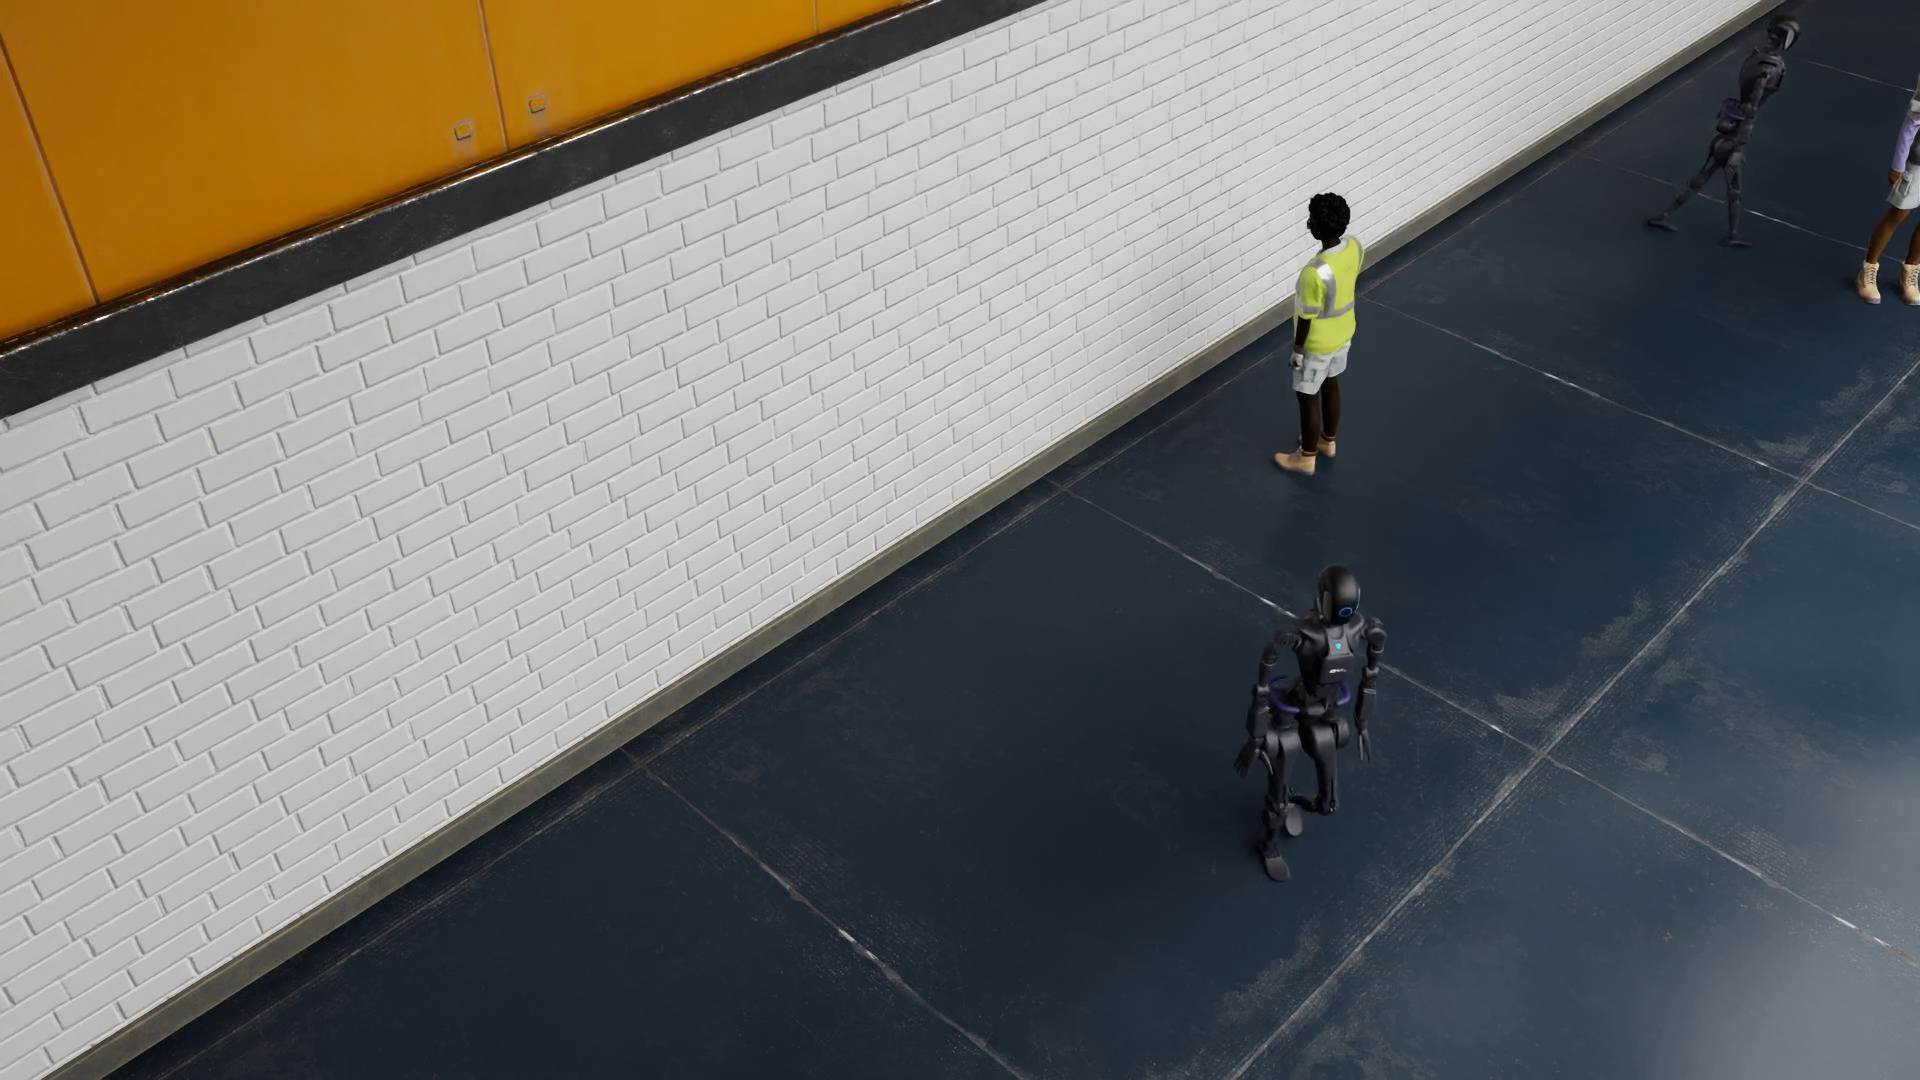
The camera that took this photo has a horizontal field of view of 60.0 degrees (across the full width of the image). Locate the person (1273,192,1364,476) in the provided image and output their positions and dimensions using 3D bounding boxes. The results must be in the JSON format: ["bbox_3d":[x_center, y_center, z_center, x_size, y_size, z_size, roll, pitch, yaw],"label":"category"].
[{"bbox_3d":[1.988,-1.128,9.200,0.330,1.686,0.533,29,47,31],"label":"person"}]

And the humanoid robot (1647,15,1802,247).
[{"bbox_3d":[5.251,-2.786,11.323,0.741,1.618,0.603,13,40,16],"label":"humanoid robot"}]

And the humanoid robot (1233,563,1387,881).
[{"bbox_3d":[1.408,0.727,6.881,0.589,1.641,0.435,-10,40,-12],"label":"humanoid robot"}]

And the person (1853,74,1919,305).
[{"bbox_3d":[6.222,-2.418,10.538,0.598,2.035,0.405,0,39,0],"label":"person"}]
